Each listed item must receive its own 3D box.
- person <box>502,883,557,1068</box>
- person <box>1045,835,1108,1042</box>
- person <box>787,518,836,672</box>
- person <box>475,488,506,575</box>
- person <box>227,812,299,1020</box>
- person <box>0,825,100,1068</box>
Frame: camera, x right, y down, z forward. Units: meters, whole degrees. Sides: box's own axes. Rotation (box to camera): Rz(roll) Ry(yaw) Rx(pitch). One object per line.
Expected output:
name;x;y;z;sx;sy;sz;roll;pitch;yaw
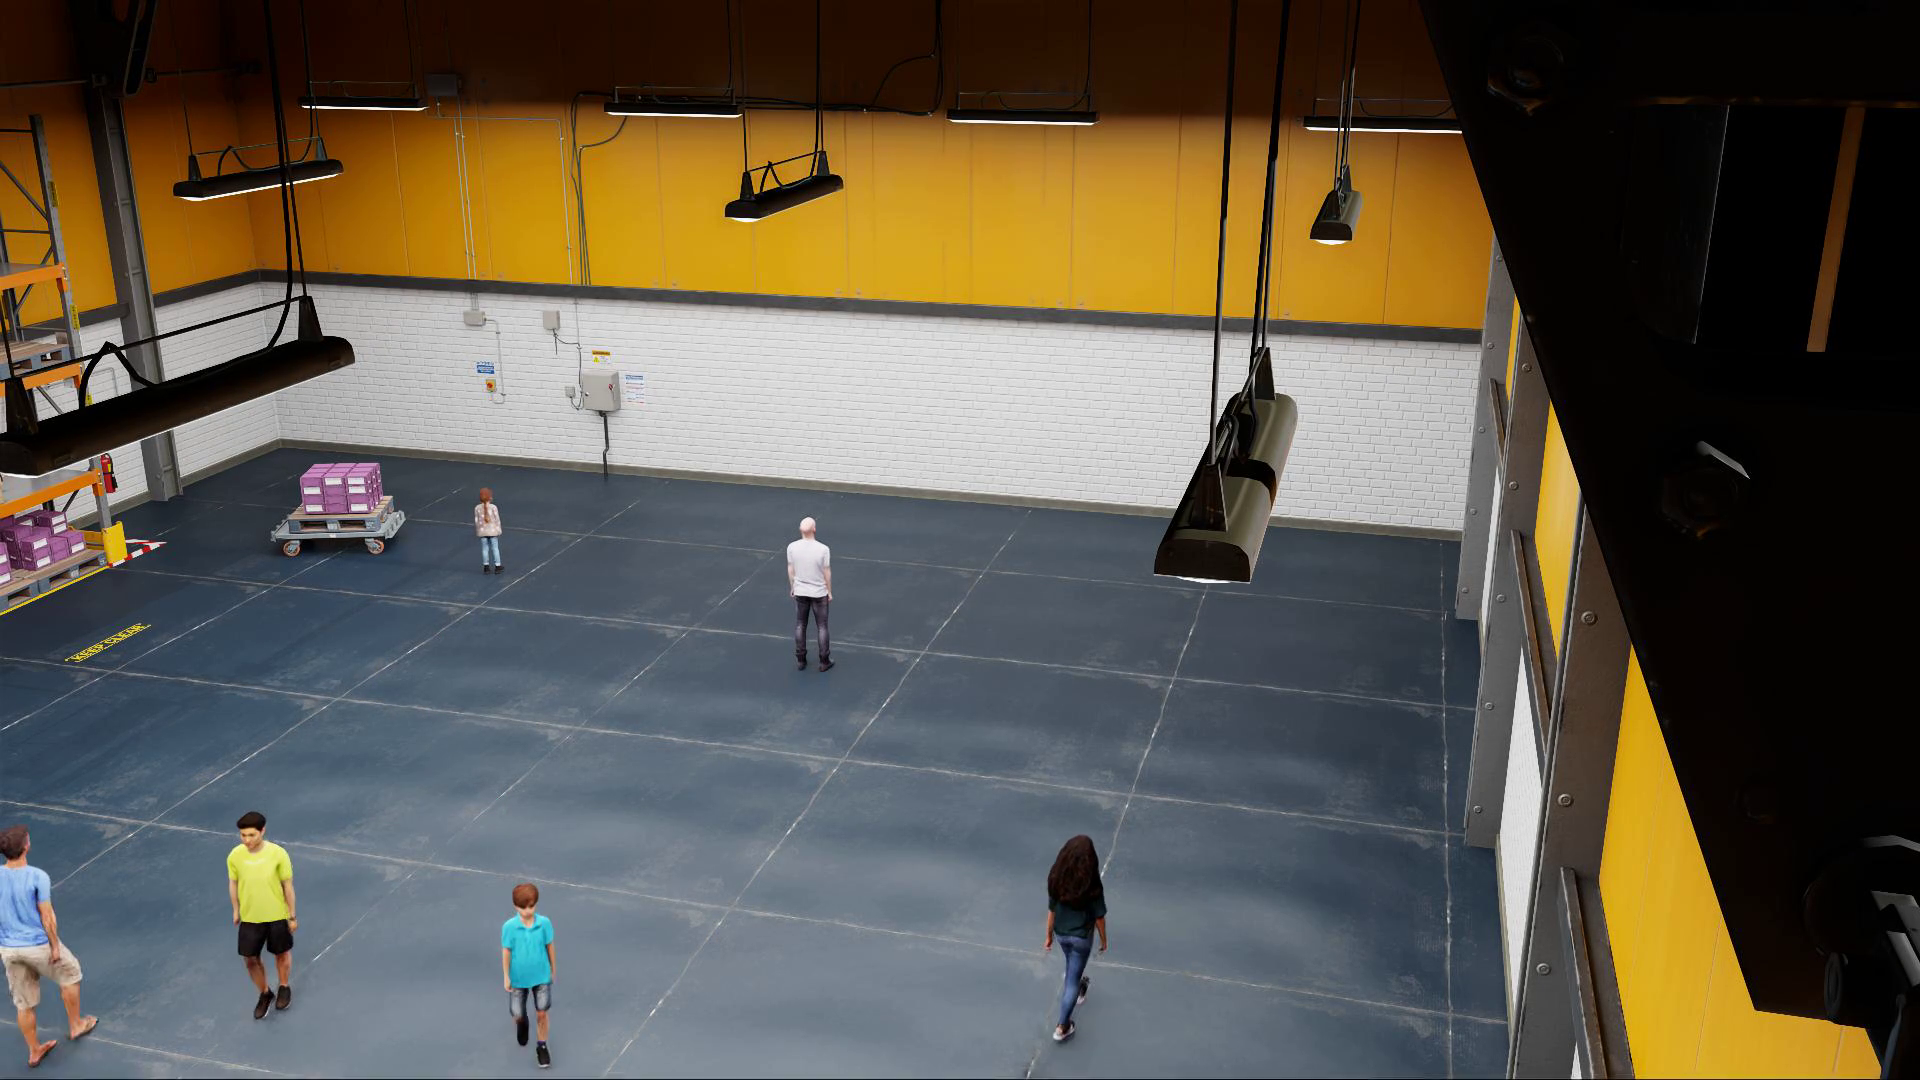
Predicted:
person;-3.177;3.152;12.239;0.716;1.444;0.797;-6;20;-18
person;0.823;3.005;12.446;0.738;1.590;1.015;9;21;26
person;-1.722;0.618;19.156;0.660;1.832;0.591;4;19;11
person;-6.343;-0.125;22.363;0.539;1.194;0.546;-1;19;-3
person;-5.345;2.819;12.828;0.763;1.700;0.780;-3;19;-8
person;-6.813;2.991;12.090;0.778;1.844;0.899;-1;19;-4
